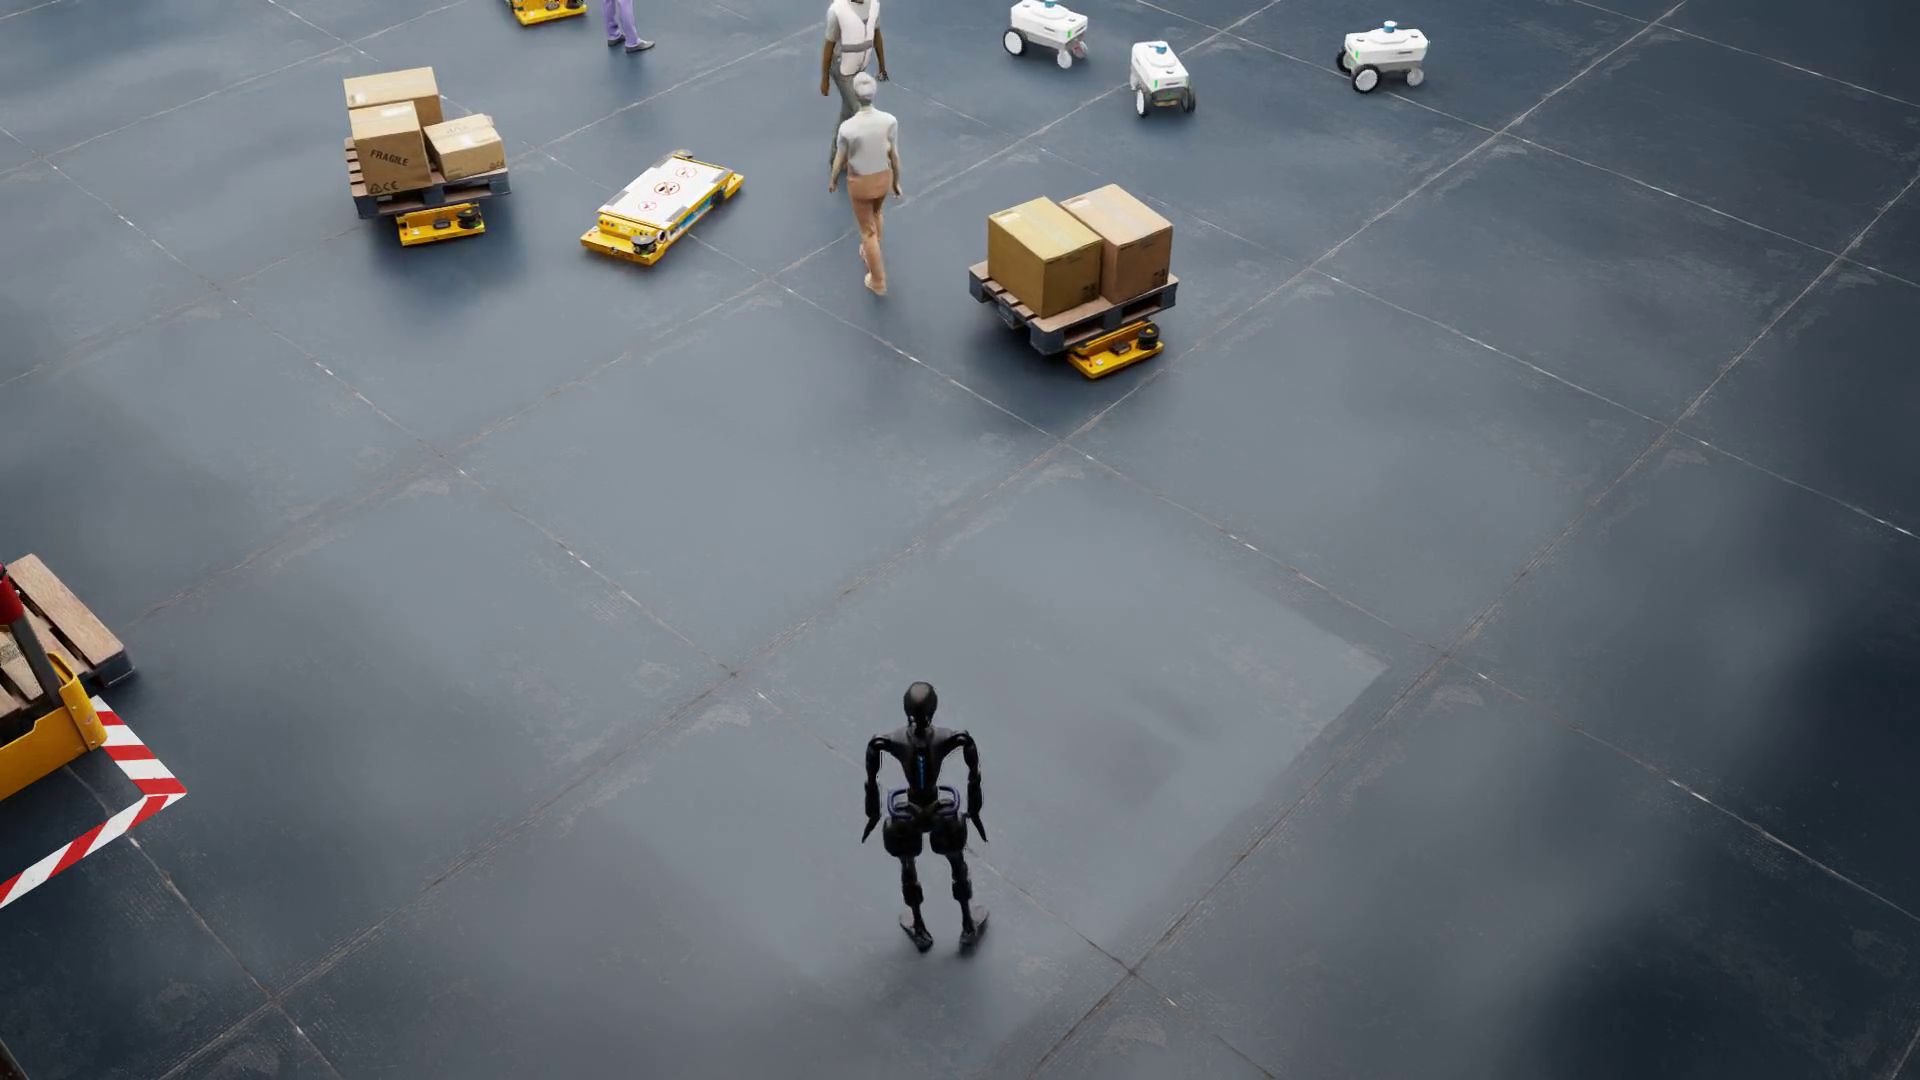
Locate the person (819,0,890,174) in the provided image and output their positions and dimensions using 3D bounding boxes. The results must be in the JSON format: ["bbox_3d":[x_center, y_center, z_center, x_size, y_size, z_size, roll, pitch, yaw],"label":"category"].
[{"bbox_3d":[-0.847,-3.840,13.641,0.623,1.803,0.605,22,46,23],"label":"person"}]

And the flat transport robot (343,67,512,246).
[{"bbox_3d":[-4.361,-2.907,13.757,0.659,0.231,1.431,-13,44,-14],"label":"flat transport robot"}]

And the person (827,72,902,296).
[{"bbox_3d":[-0.717,-2.682,12.430,0.473,1.725,0.646,-21,46,-22],"label":"person"}]

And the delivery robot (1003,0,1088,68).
[{"bbox_3d":[0.830,-4.823,15.667,0.788,0.587,0.499,27,48,26],"label":"delivery robot"}]

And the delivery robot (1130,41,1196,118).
[{"bbox_3d":[1.796,-4.177,14.943,0.499,0.579,0.753,-9,43,-10],"label":"delivery robot"}]

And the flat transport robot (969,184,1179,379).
[{"bbox_3d":[0.827,-1.716,12.433,0.659,0.231,1.431,-24,47,-24],"label":"flat transport robot"}]

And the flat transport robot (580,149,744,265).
[{"bbox_3d":[-2.413,-2.730,13.561,0.659,0.231,1.431,18,45,19],"label":"flat transport robot"}]

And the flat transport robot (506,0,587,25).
[{"bbox_3d":[-4.303,-5.590,16.740,0.659,0.231,1.431,-20,46,-21],"label":"flat transport robot"}]

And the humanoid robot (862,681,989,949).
[{"bbox_3d":[-0.174,1.348,7.986,0.608,1.639,0.410,-3,42,-4],"label":"humanoid robot"}]

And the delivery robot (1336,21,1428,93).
[{"bbox_3d":[3.888,-4.462,15.262,0.773,0.582,0.499,-6,42,-7],"label":"delivery robot"}]

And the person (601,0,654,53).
[{"bbox_3d":[-3.223,-5.428,15.380,0.563,1.847,0.391,30,50,29],"label":"person"}]
